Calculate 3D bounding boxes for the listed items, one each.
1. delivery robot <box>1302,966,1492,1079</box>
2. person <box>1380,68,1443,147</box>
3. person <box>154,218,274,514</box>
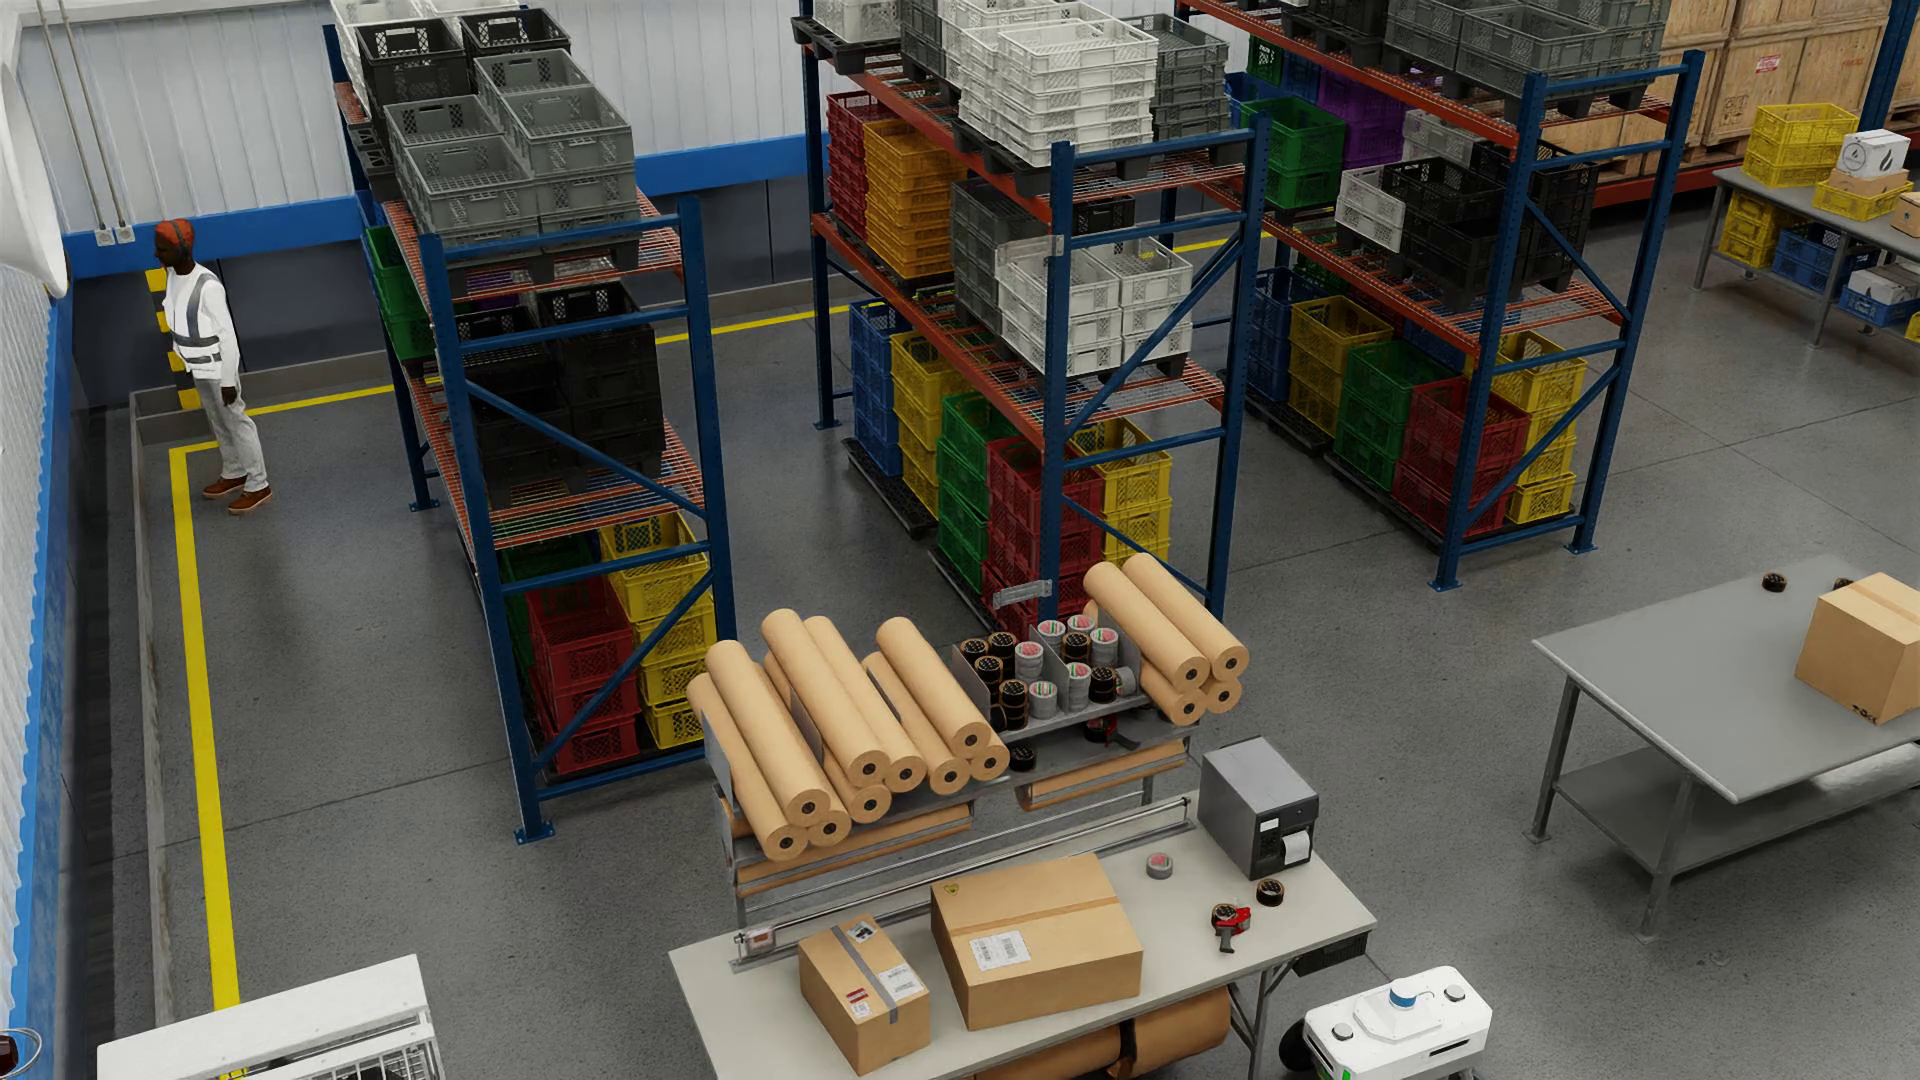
[{"bbox_3d":[1.700,1.915,6.480,0.707,0.478,0.477,-12,34,-19],"label":"delivery robot"},{"bbox_3d":[3.648,-3.370,13.850,0.374,1.933,0.625,-26,40,-35],"label":"person"},{"bbox_3d":[-4.572,-1.056,10.134,0.573,1.883,0.355,26,40,35],"label":"person"}]
